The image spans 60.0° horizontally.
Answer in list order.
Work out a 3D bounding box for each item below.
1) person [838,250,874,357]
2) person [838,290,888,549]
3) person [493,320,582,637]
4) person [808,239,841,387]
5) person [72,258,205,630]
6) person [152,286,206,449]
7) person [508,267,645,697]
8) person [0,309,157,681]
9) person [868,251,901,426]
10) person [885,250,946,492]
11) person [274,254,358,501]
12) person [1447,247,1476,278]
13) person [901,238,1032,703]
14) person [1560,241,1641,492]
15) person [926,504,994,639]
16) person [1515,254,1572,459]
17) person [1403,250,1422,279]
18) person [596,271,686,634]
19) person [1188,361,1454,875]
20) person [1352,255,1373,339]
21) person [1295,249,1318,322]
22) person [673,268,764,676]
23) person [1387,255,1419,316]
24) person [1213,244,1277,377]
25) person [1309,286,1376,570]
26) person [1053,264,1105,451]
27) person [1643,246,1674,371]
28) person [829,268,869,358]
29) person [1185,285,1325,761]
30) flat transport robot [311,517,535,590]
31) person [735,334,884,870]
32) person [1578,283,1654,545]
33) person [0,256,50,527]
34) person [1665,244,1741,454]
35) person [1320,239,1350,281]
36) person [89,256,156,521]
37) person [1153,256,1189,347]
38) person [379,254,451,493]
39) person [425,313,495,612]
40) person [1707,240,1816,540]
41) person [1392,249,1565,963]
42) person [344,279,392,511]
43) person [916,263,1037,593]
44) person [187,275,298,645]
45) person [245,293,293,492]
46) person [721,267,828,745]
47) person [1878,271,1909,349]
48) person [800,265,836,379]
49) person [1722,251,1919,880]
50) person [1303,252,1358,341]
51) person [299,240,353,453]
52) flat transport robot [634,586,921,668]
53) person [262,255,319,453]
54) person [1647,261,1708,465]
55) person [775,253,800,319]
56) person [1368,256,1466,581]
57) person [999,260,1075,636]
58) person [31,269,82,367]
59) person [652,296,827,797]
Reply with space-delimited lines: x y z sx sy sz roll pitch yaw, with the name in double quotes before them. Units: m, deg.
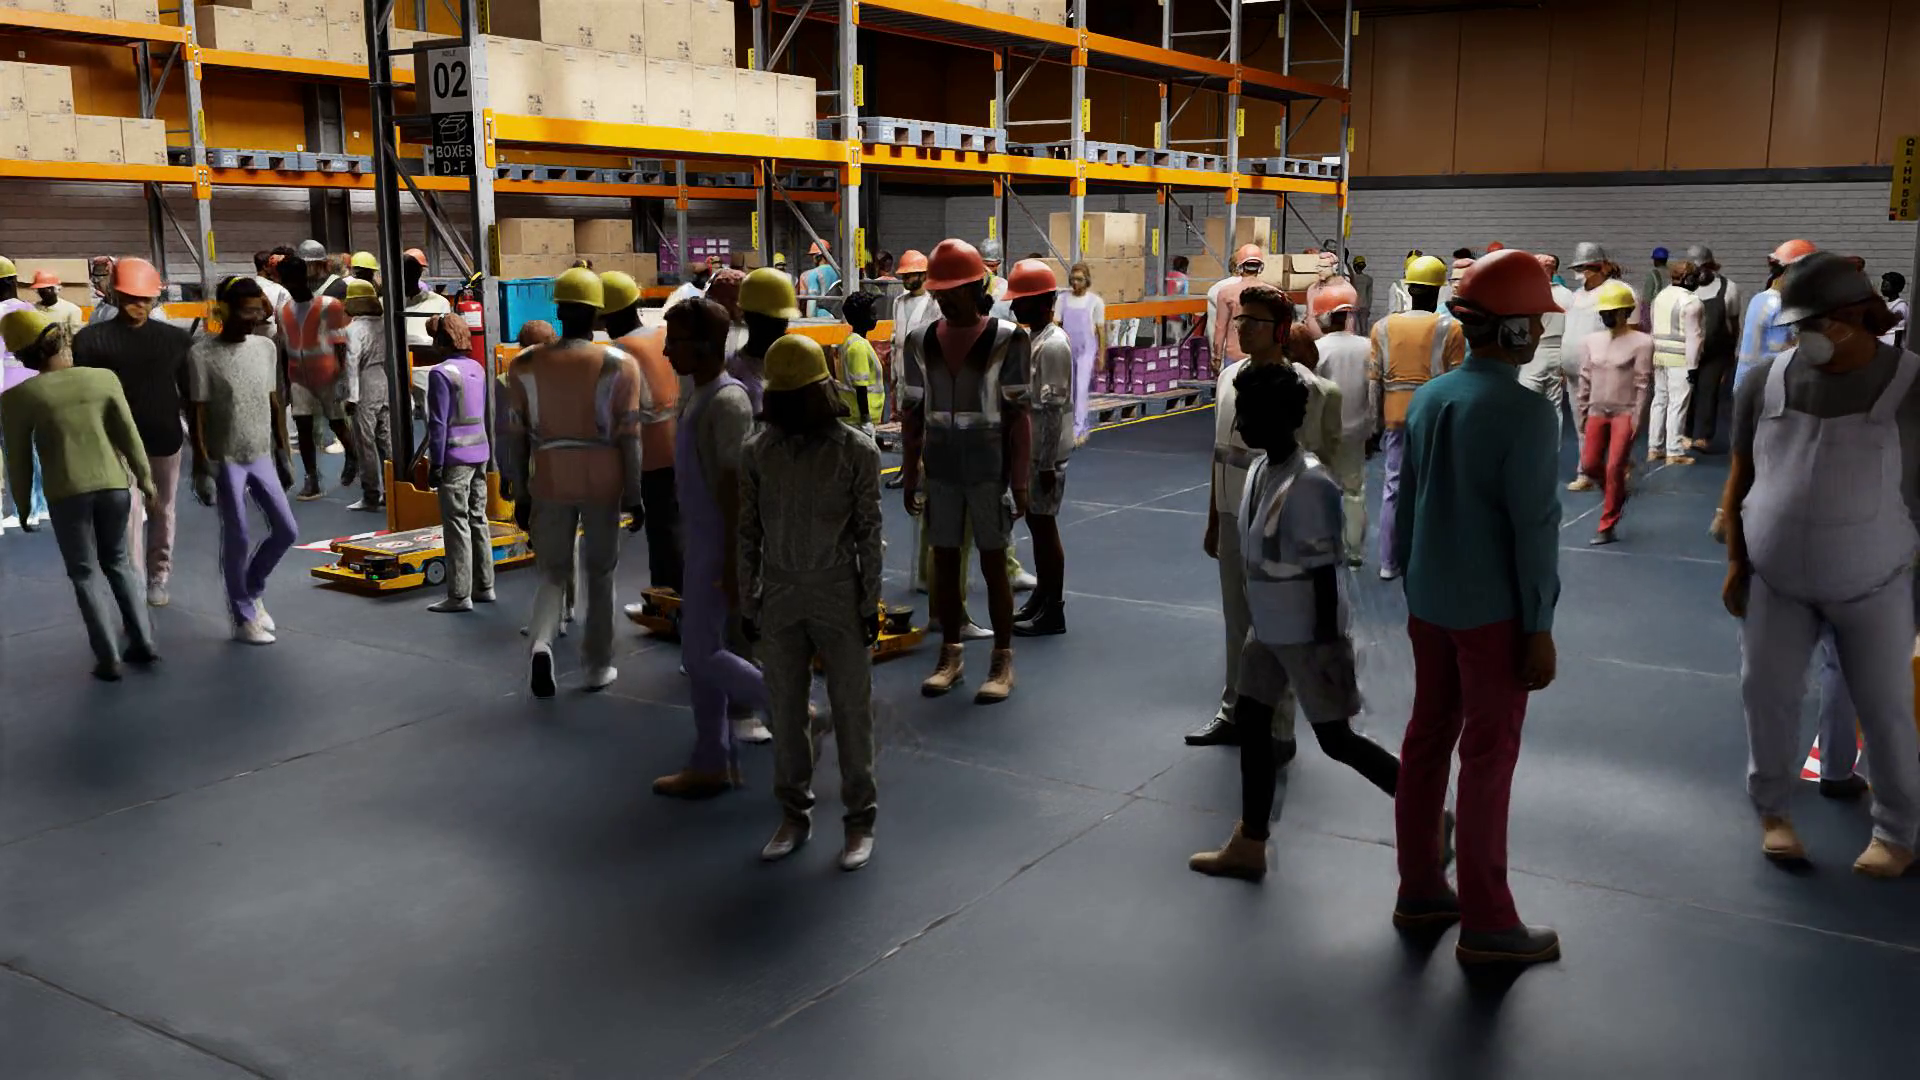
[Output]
"person" -1.565 -3.520 25.636 0.830 1.866 0.616 2 10 10
"person" -0.651 -0.787 10.945 0.318 1.697 0.533 -2 10 -9
"person" -2.151 -0.325 8.622 0.519 1.611 0.547 -9 13 -40
"person" -1.786 -2.893 21.697 0.403 2.035 0.610 8 13 37
"person" -4.388 -0.530 8.896 0.644 1.939 1.018 -6 12 -31
"person" -7.096 -1.503 14.806 0.573 1.733 0.570 -5 11 -26
"person" -1.685 -0.236 7.312 0.594 1.904 0.627 1 10 3
"person" -4.049 -0.202 7.661 0.466 1.716 0.593 10 14 43
"person" -0.785 -2.099 17.637 0.599 1.909 0.401 -8 13 -39
"person" -0.361 -1.358 13.440 0.545 1.938 0.362 8 13 37
"person" -5.085 -1.308 13.216 0.627 1.922 0.918 1 10 4
"person" 7.342 -3.292 24.210 0.555 1.919 0.720 3 11 17
"person" 0.011 -0.298 7.323 0.613 2.031 0.403 4 11 23
"person" 5.072 -1.390 13.330 0.559 2.000 0.715 -5 11 -25
"person" -0.014 -0.311 8.483 0.280 1.633 0.500 -5 11 -25
"person" 4.966 -1.492 14.295 0.644 1.901 0.399 -4 11 -20
"person" 6.957 -3.521 25.609 0.327 1.874 0.518 3 11 17
"person" -1.591 -0.429 8.481 0.737 1.864 0.667 7 12 32
"person" 1.150 0.267 5.219 0.749 1.665 0.546 -2 10 -10
"person" 6.651 -3.872 27.848 0.533 1.768 0.310 -3 11 -18
"person" 5.344 -3.525 25.602 0.349 1.882 0.592 -1 10 -5
"person" -1.054 -0.298 7.692 0.403 1.897 0.654 10 14 43
"person" 5.642 -2.641 20.842 0.600 1.829 0.404 -2 10 -12
"person" 2.569 -1.648 14.927 0.613 1.987 0.408 -2 10 -9
"person" 2.293 -0.668 10.189 0.601 1.740 0.348 -4 11 -19
"person" 1.131 -1.781 16.204 0.532 1.792 0.986 5 11 27
"person" 10.737 -3.536 25.543 0.626 1.926 0.793 -5 11 -24
"person" -1.130 -2.177 18.076 0.602 1.906 0.411 -4 11 -23
"person" 1.177 -0.060 6.490 0.389 1.850 0.566 -6 12 -31
"flat transport robot" -3.148 0.065 10.173 0.652 0.197 1.431 7 12 34
"person" -0.490 0.202 5.375 0.494 1.730 0.324 2 10 12
"person" 4.416 -0.845 11.155 0.547 1.747 0.523 -8 13 -38
"person" -6.708 -1.048 11.782 0.398 1.920 0.586 0 10 0
"person" 7.019 -1.839 15.823 0.705 2.000 0.992 5 11 27
"person" 5.944 -3.839 26.901 0.536 2.000 0.688 -3 11 -17
"person" -6.053 -1.079 11.981 0.654 1.906 0.408 7 12 34
"person" 3.154 -3.302 24.673 0.982 1.782 0.728 -10 14 -43
"person" -4.362 -1.330 13.362 0.590 1.911 0.397 0 10 2
"person" -2.744 -0.427 9.139 0.313 1.631 0.523 2 10 10
"person" 5.231 -0.922 10.797 0.537 2.018 0.673 2 10 11
"person" 1.479 0.186 4.726 0.390 1.995 0.613 -4 11 -19
"person" -4.451 -1.085 12.504 0.321 1.731 0.491 3 11 16
"person" 0.125 -0.598 9.325 0.877 1.891 0.610 4 11 21
"person" -3.551 -0.383 8.274 0.402 1.847 0.581 6 12 29
"person" -5.589 -1.189 13.348 0.501 1.631 0.287 2 10 11
"person" -0.780 -0.136 6.736 0.402 1.917 0.592 9 14 42
"person" 9.916 -2.009 17.741 0.319 1.691 0.536 2 10 9
"person" -1.900 -3.085 22.926 0.606 1.967 0.367 1 10 8
"person" 2.788 0.058 5.311 0.699 2.000 0.538 9 14 42
"person" 3.741 -1.979 17.009 0.398 1.900 0.643 -7 12 -33
"person" -6.124 -1.842 15.838 0.679 2.000 0.535 4 11 23
"flat transport robot" -0.940 0.385 8.401 1.431 0.197 0.652 9 13 40
"person" -6.449 -1.769 15.868 0.585 1.882 0.337 6 12 30
"person" 6.492 -1.593 15.042 0.430 1.836 0.641 -2 10 -9
"person" -2.725 -3.429 25.239 0.596 1.823 0.403 -3 11 -16
"person" 2.698 -0.698 9.812 0.585 1.928 0.369 7 13 35
"person" 0.388 -0.462 8.525 0.388 1.925 0.550 -1 10 -8
"person" -8.795 -1.751 16.161 0.568 1.743 0.359 1 10 6
"person" -0.837 0.039 6.004 0.530 1.827 0.513 -3 11 -18
